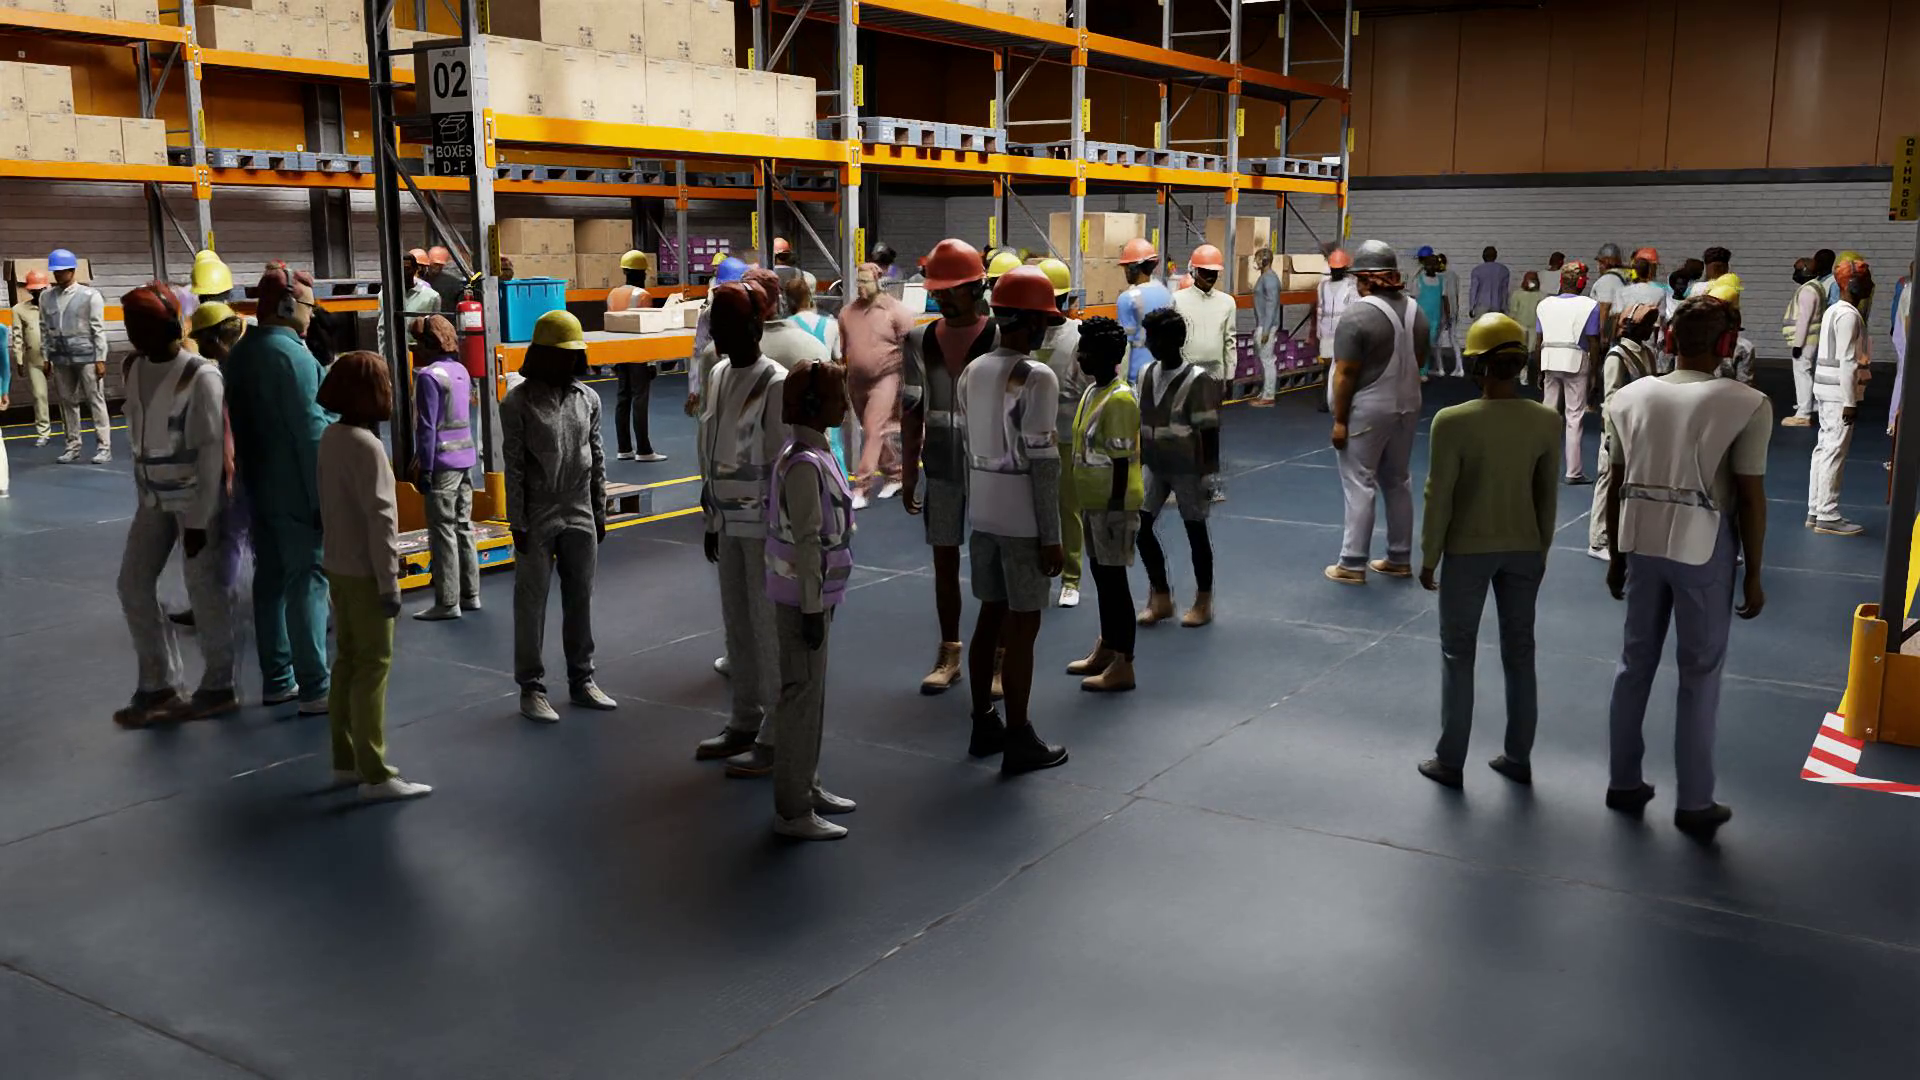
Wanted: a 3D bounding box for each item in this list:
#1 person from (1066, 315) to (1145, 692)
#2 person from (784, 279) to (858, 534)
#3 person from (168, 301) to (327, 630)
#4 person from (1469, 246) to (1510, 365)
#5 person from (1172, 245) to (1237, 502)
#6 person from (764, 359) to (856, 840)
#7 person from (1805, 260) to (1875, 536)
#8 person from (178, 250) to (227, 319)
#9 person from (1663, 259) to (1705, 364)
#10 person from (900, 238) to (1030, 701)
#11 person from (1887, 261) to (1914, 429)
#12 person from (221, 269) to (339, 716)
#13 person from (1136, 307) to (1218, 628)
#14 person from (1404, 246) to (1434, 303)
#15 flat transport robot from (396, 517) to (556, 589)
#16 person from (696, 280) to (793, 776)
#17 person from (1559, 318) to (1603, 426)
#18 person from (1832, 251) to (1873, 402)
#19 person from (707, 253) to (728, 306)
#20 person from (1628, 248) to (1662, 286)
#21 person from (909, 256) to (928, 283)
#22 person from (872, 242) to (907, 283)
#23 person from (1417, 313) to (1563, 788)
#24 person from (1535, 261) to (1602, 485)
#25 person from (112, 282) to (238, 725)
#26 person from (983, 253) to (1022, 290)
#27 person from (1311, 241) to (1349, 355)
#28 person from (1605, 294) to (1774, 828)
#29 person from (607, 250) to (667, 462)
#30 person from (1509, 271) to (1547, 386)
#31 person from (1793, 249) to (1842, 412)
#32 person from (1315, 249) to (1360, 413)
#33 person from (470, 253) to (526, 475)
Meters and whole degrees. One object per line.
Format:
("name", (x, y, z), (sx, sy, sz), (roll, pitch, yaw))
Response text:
("person", (0.660, -0.166, 7.532), (0.318, 1.691, 0.537), (-2, 10, -10))
("person", (-1.071, -0.944, 11.637), (0.614, 1.747, 1.019), (-6, 12, -30))
("person", (-3.699, -0.351, 8.480), (0.879, 1.700, 0.595), (-1, 10, -8))
("person", (8.410, -3.709, 26.481), (0.627, 1.933, 0.369), (-1, 10, -6))
("person", (1.856, -1.274, 12.852), (0.618, 1.987, 0.406), (-3, 11, -14))
("person", (-0.508, 0.200, 5.666), (0.315, 1.629, 0.509), (0, 10, -3))
("person", (6.101, -0.981, 11.501), (0.356, 1.885, 0.574), (3, 11, 16))
("person", (-7.308, -1.852, 16.223), (0.383, 1.921, 0.586), (3, 11, 16))
("person", (9.327, -2.724, 21.466), (0.958, 1.776, 0.683), (-2, 10, -11))
("person", (0.007, -0.304, 7.356), (0.613, 2.031, 0.403), (4, 11, 22))
("person", (10.098, -2.067, 17.665), (0.355, 1.836, 0.514), (6, 12, 29))
("person", (-2.846, -0.201, 7.136), (0.639, 1.902, 0.406), (9, 13, 40))
("person", (1.102, -0.362, 8.623), (0.579, 1.664, 0.637), (-9, 14, -41))
("person", (7.428, -3.790, 26.957), (0.501, 1.921, 0.679), (-2, 10, -11))
("flat transport robot", (-3.124, 0.066, 10.168), (0.652, 0.197, 1.431), (7, 12, 33))
("person", (-0.803, -0.042, 6.339), (0.364, 1.879, 0.586), (-7, 12, -33))
("person", (6.526, -1.990, 17.675), (0.546, 1.667, 0.824), (4, 11, 23))
("person", (10.916, -2.622, 20.585), (0.622, 1.896, 0.469), (0, 10, -2))
("person", (-3.457, -3.237, 24.144), (0.586, 1.833, 0.403), (8, 13, 37))
("person", (7.963, -2.444, 19.481), (0.387, 1.931, 0.543), (7, 12, 32))
("person", (-0.619, -3.935, 28.238), (0.344, 1.747, 0.570), (9, 13, 40))
("person", (-1.131, -3.163, 23.157), (0.726, 2.000, 0.875), (-5, 12, -28))
("person", (1.952, 0.043, 6.181), (0.527, 1.759, 0.339), (-2, 10, -10))
("person", (5.023, -1.375, 13.789), (0.390, 1.846, 0.564), (-9, 14, -41))
("person", (-3.288, -0.130, 6.867), (0.661, 1.851, 0.644), (5, 12, 28))
("person", (0.343, -1.080, 11.931), (0.371, 1.927, 0.588), (-3, 11, -15))
("person", (5.635, -3.525, 25.160), (0.656, 2.000, 0.689), (7, 13, 35))
("person", (2.490, 0.078, 5.768), (0.386, 1.837, 0.563), (-8, 13, -36))
("person", (-2.979, -1.676, 15.233), (0.589, 1.928, 0.384), (9, 14, 40))
("person", (7.988, -2.986, 23.415), (0.508, 1.598, 0.837), (1, 10, 6))
("person", (10.212, -2.470, 19.664), (0.398, 1.916, 0.590), (1, 10, 7))
("person", (4.442, -2.451, 19.541), (0.557, 1.916, 0.509), (8, 13, 37))
("person", (-3.920, -1.497, 14.302), (0.643, 1.908, 0.399), (-9, 14, -42))
